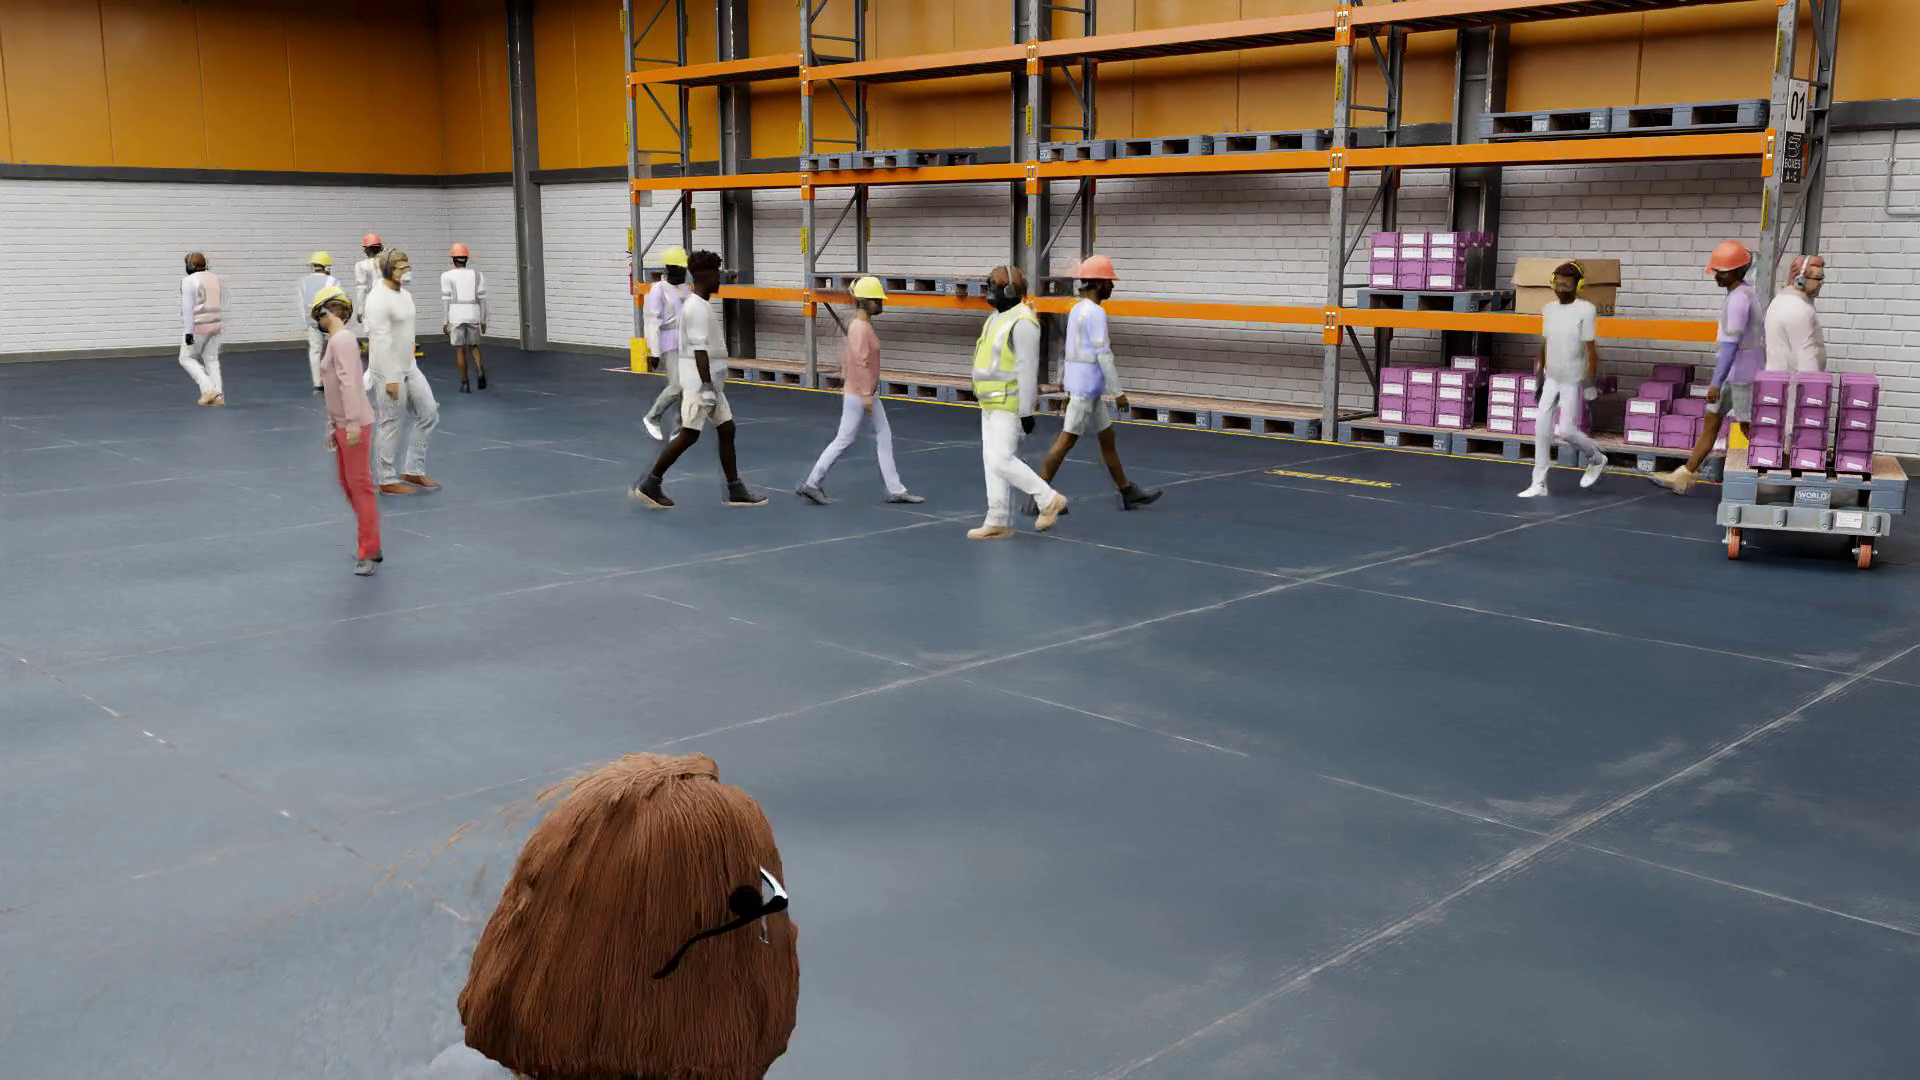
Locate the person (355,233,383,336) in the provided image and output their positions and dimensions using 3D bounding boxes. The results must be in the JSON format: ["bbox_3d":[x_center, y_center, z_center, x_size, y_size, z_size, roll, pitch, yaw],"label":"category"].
[{"bbox_3d":[-8.129,-3.231,23.156,0.376,2.044,0.607,8,13,39],"label":"person"}]

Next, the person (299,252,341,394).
[{"bbox_3d":[-8.169,-2.808,21.496,0.615,1.795,0.828,2,11,8],"label":"person"}]

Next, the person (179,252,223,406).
[{"bbox_3d":[-8.934,-2.469,19.595,0.445,1.824,0.652,2,11,12],"label":"person"}]

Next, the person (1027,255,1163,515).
[{"bbox_3d":[0.960,-1.108,12.042,1.038,1.881,0.559,-1,10,-6],"label":"person"}]

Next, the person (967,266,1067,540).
[{"bbox_3d":[0.353,-0.897,11.028,0.553,1.827,0.631,-3,11,-15],"label":"person"}]

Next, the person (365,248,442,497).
[{"bbox_3d":[-4.284,-1.278,12.848,0.620,1.915,0.653,1,10,6],"label":"person"}]

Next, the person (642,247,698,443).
[{"bbox_3d":[-2.774,-1.875,16.123,0.468,1.911,0.590,4,11,22],"label":"person"}]

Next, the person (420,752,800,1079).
[{"bbox_3d":[-0.287,0.974,1.375,0.500,1.626,0.409,9,14,40],"label":"person"}]

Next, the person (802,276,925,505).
[{"bbox_3d":[-0.763,-1.107,12.444,0.906,1.724,0.542,1,10,5],"label":"person"}]

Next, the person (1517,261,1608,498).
[{"bbox_3d":[4.715,-1.227,12.819,0.696,1.831,0.583,-5,11,-23],"label":"person"}]

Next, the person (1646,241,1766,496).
[{"bbox_3d":[5.757,-1.248,12.531,1.023,1.969,0.673,4,11,21],"label":"person"}]

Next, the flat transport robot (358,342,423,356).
[{"bbox_3d":[-9.523,-3.189,27.765,0.652,0.197,1.431,-7,13,-35],"label":"flat transport robot"}]

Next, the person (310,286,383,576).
[{"bbox_3d":[-3.698,-0.659,10.034,0.324,1.718,0.646,-4,11,-22],"label":"person"}]

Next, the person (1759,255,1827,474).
[{"bbox_3d":[5.925,-1.070,11.810,0.426,1.884,0.654,3,11,18],"label":"person"}]

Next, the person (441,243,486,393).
[{"bbox_3d":[-6.362,-2.838,21.340,0.543,1.925,0.466,-7,12,-33],"label":"person"}]

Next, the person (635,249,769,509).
[{"bbox_3d":[-1.961,-1.177,12.279,0.966,1.931,0.610,-1,10,-6],"label":"person"}]

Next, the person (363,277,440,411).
[{"bbox_3d":[-6.623,-2.400,19.219,0.983,1.841,0.585,-7,13,-35],"label":"person"}]
